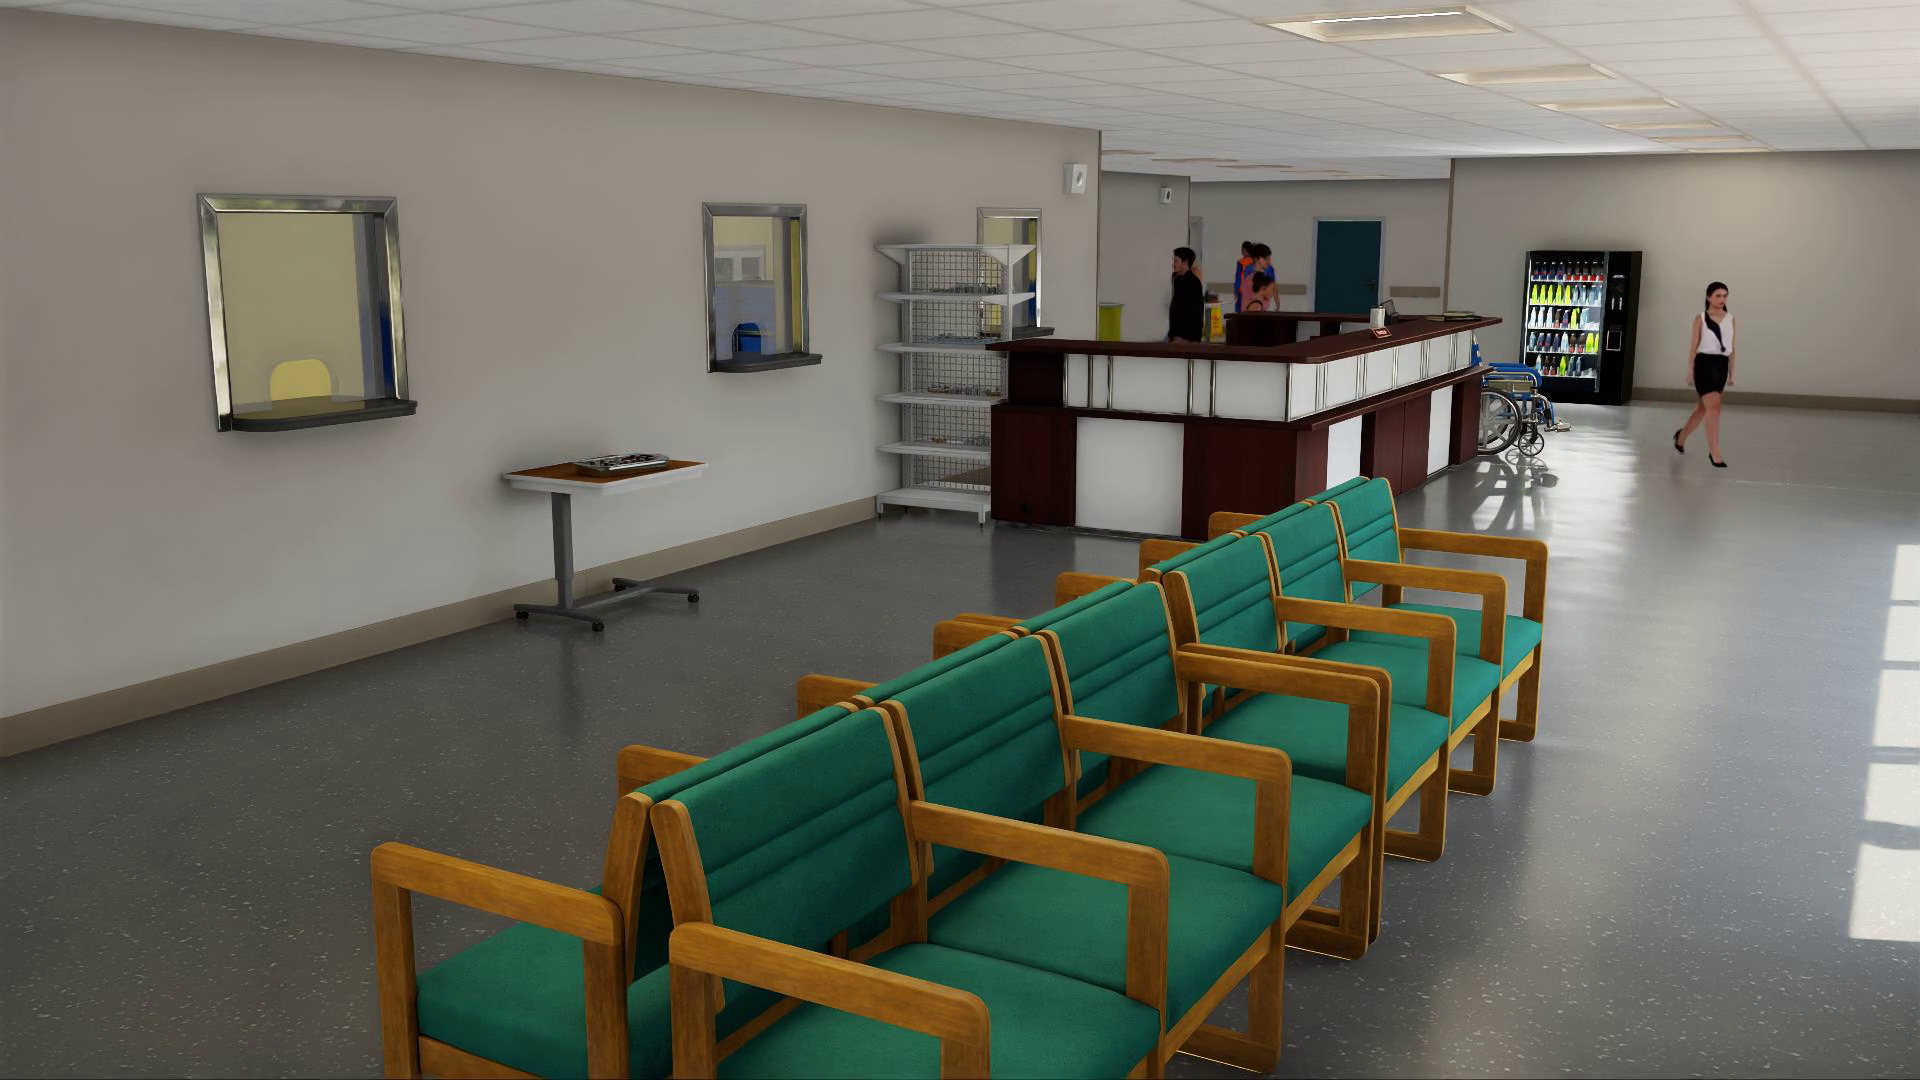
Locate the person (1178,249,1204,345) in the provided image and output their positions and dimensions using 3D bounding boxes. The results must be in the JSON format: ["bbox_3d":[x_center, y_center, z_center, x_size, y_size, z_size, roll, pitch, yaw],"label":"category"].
[{"bbox_3d":[3.541,-3.513,25.305,0.927,1.763,1.008,-5,12,-25],"label":"person"}]

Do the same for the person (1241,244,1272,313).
[{"bbox_3d":[3.048,-2.172,17.833,0.963,1.914,0.968,0,11,2],"label":"person"}]

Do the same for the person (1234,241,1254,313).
[{"bbox_3d":[5.122,-4.336,29.412,0.947,1.848,1.141,-8,13,-36],"label":"person"}]

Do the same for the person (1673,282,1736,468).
[{"bbox_3d":[6.699,-1.473,14.945,1.047,1.616,1.048,-2,11,-10],"label":"person"}]

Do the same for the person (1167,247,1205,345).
[{"bbox_3d":[2.440,-2.078,17.335,0.823,1.913,0.803,0,11,0],"label":"person"}]

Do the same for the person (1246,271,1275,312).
[{"bbox_3d":[2.908,-1.895,17.064,0.905,1.655,0.791,3,11,13],"label":"person"}]
